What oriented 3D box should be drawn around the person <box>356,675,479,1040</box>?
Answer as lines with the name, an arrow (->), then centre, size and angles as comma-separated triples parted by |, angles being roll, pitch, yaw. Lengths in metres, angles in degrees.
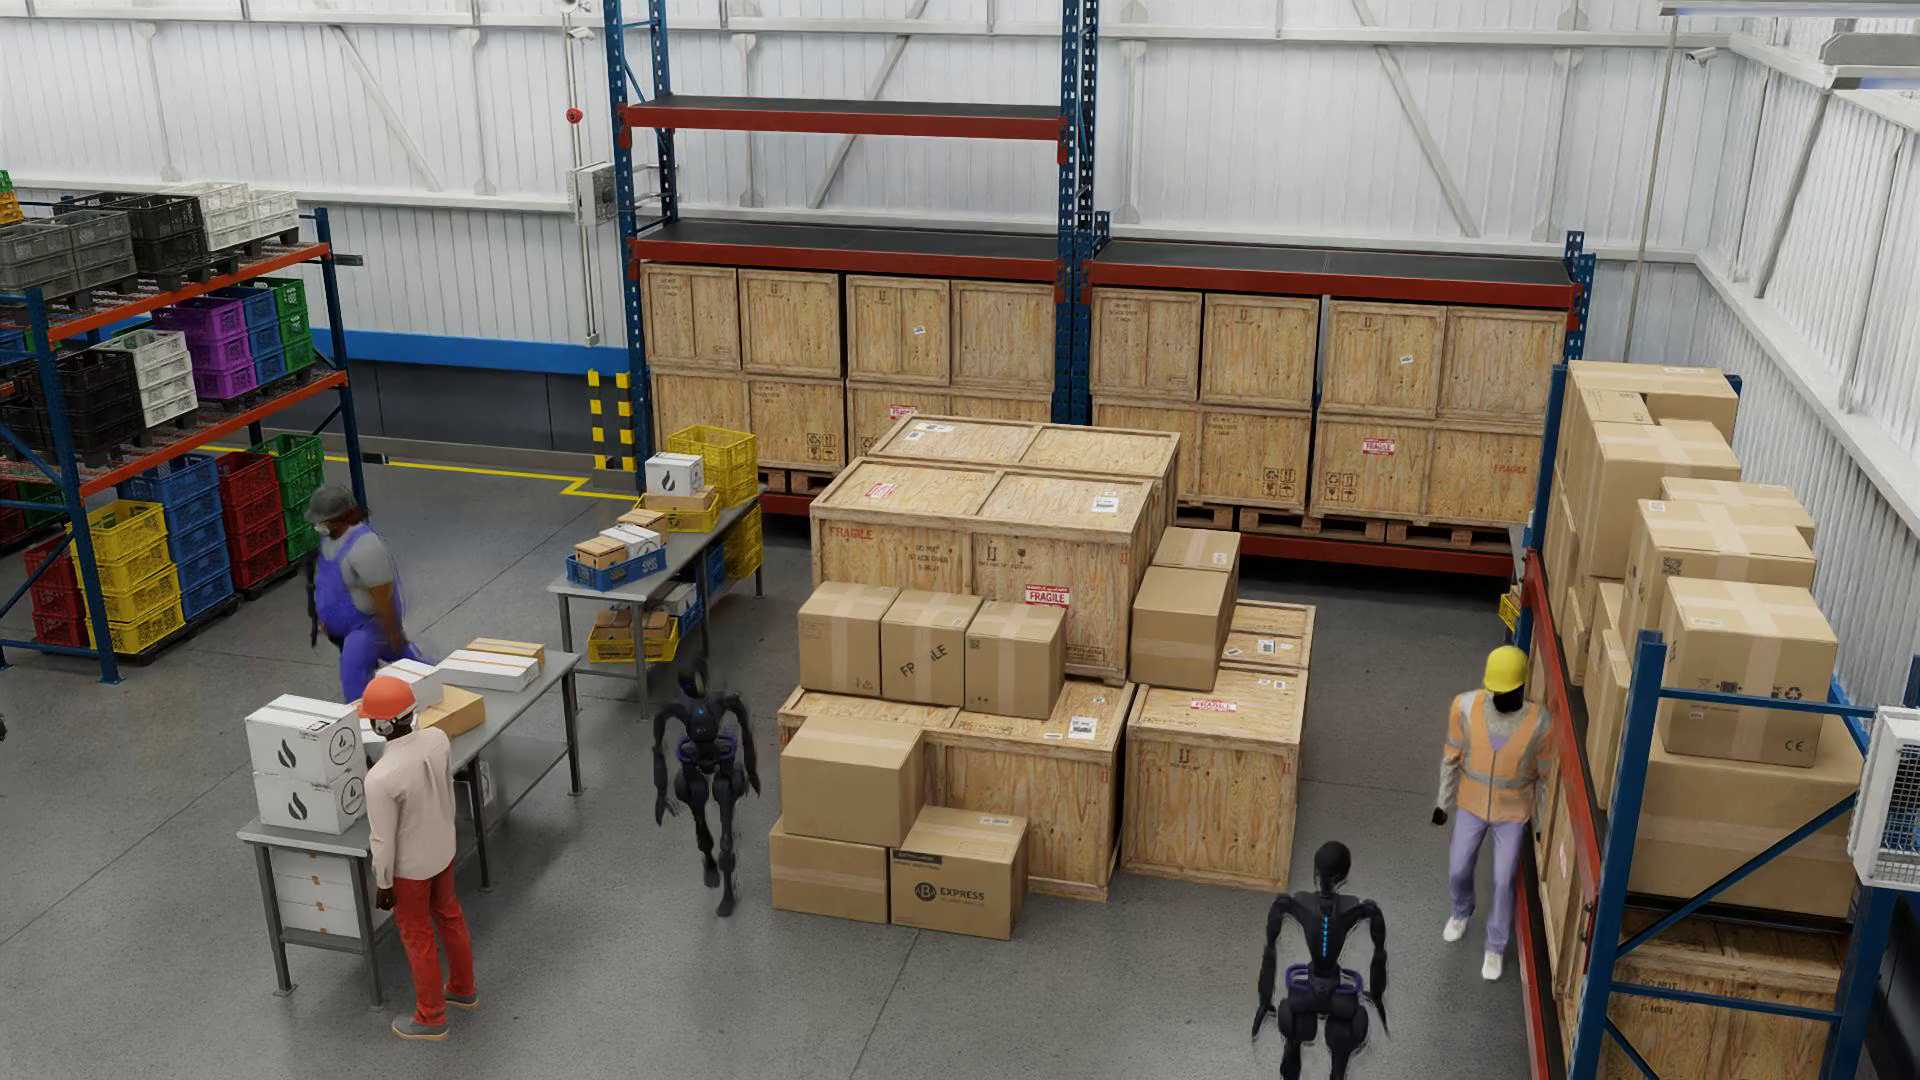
person -> -2.777, 1.602, 8.459 | 0.405, 1.986, 0.614 | 6, 22, 16

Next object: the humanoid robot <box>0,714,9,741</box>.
humanoid robot -> -6.266, 1.063, 10.312 | 0.601, 1.631, 0.490 | 12, 24, 29

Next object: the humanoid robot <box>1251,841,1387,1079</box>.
humanoid robot -> 1.657, 2.116, 7.608 | 0.603, 1.629, 0.758 | 6, 22, 14

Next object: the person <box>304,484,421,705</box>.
person -> -4.032, 0.445, 11.402 | 0.953, 2.000, 0.713 | -13, 24, -30

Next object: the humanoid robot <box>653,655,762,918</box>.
humanoid robot -> -1.443, 1.361, 9.554 | 0.607, 1.620, 0.727 | -1, 21, -4

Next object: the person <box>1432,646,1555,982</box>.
person -> 2.894, 1.437, 9.005 | 0.597, 1.938, 0.462 | 11, 24, 27

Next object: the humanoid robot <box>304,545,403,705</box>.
humanoid robot -> -4.296, 0.524, 11.779 | 0.617, 1.614, 0.760 | -5, 21, -12
